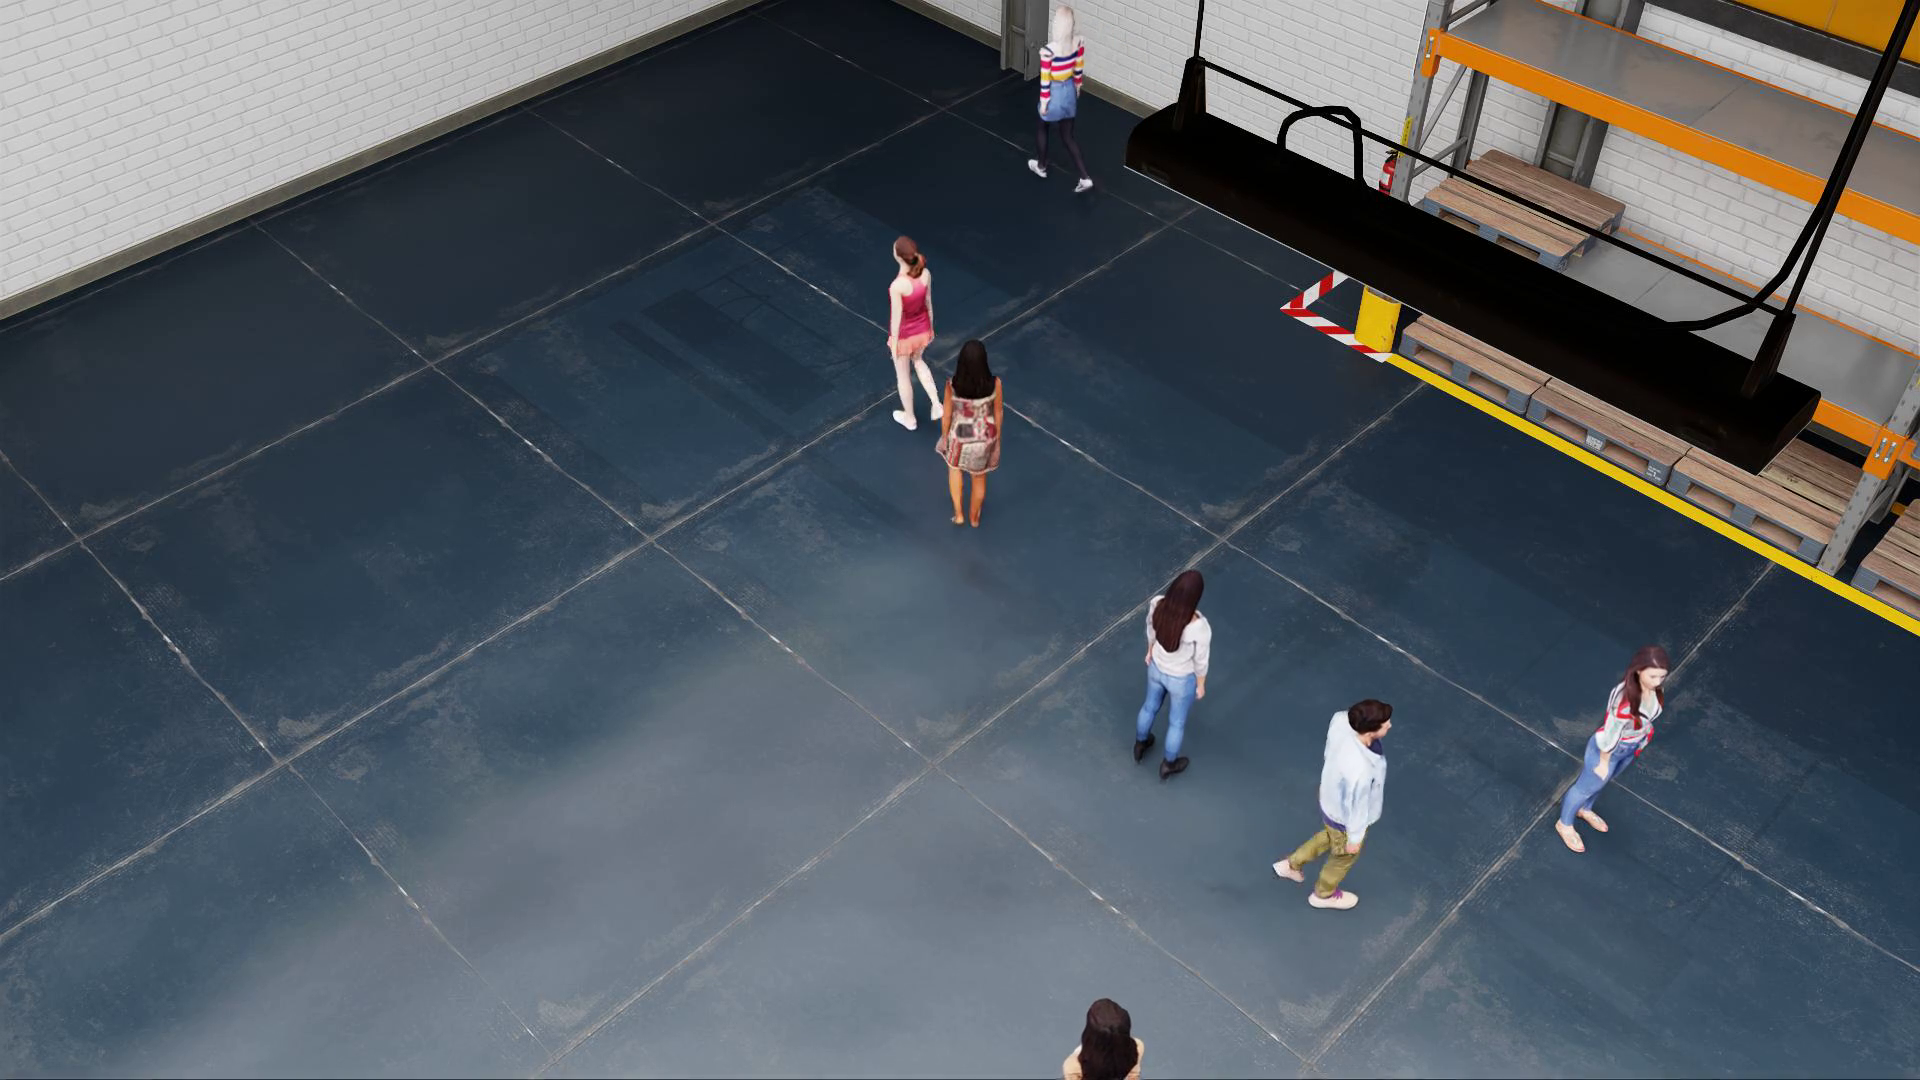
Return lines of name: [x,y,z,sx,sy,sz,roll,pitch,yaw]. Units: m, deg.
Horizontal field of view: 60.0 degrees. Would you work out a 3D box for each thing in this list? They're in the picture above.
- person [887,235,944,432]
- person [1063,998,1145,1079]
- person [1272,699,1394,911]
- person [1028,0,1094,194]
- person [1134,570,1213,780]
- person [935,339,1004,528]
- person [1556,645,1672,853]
person: [-0.326,-1.528,12.667,0.583,1.744,0.741,-31,52,-28]
person: [0.659,2.793,8.138,0.653,1.735,0.660,-12,45,-13]
person: [2.104,1.512,9.437,0.955,1.798,0.895,0,44,0]
person: [0.970,-4.004,15.240,0.814,1.779,1.164,-24,49,-23]
person: [1.307,0.829,10.278,0.479,1.625,0.661,33,53,30]
person: [0.089,-0.689,11.863,0.809,1.638,0.869,0,44,0]
person: [3.889,1.210,9.888,0.617,1.612,0.555,-26,50,-25]
